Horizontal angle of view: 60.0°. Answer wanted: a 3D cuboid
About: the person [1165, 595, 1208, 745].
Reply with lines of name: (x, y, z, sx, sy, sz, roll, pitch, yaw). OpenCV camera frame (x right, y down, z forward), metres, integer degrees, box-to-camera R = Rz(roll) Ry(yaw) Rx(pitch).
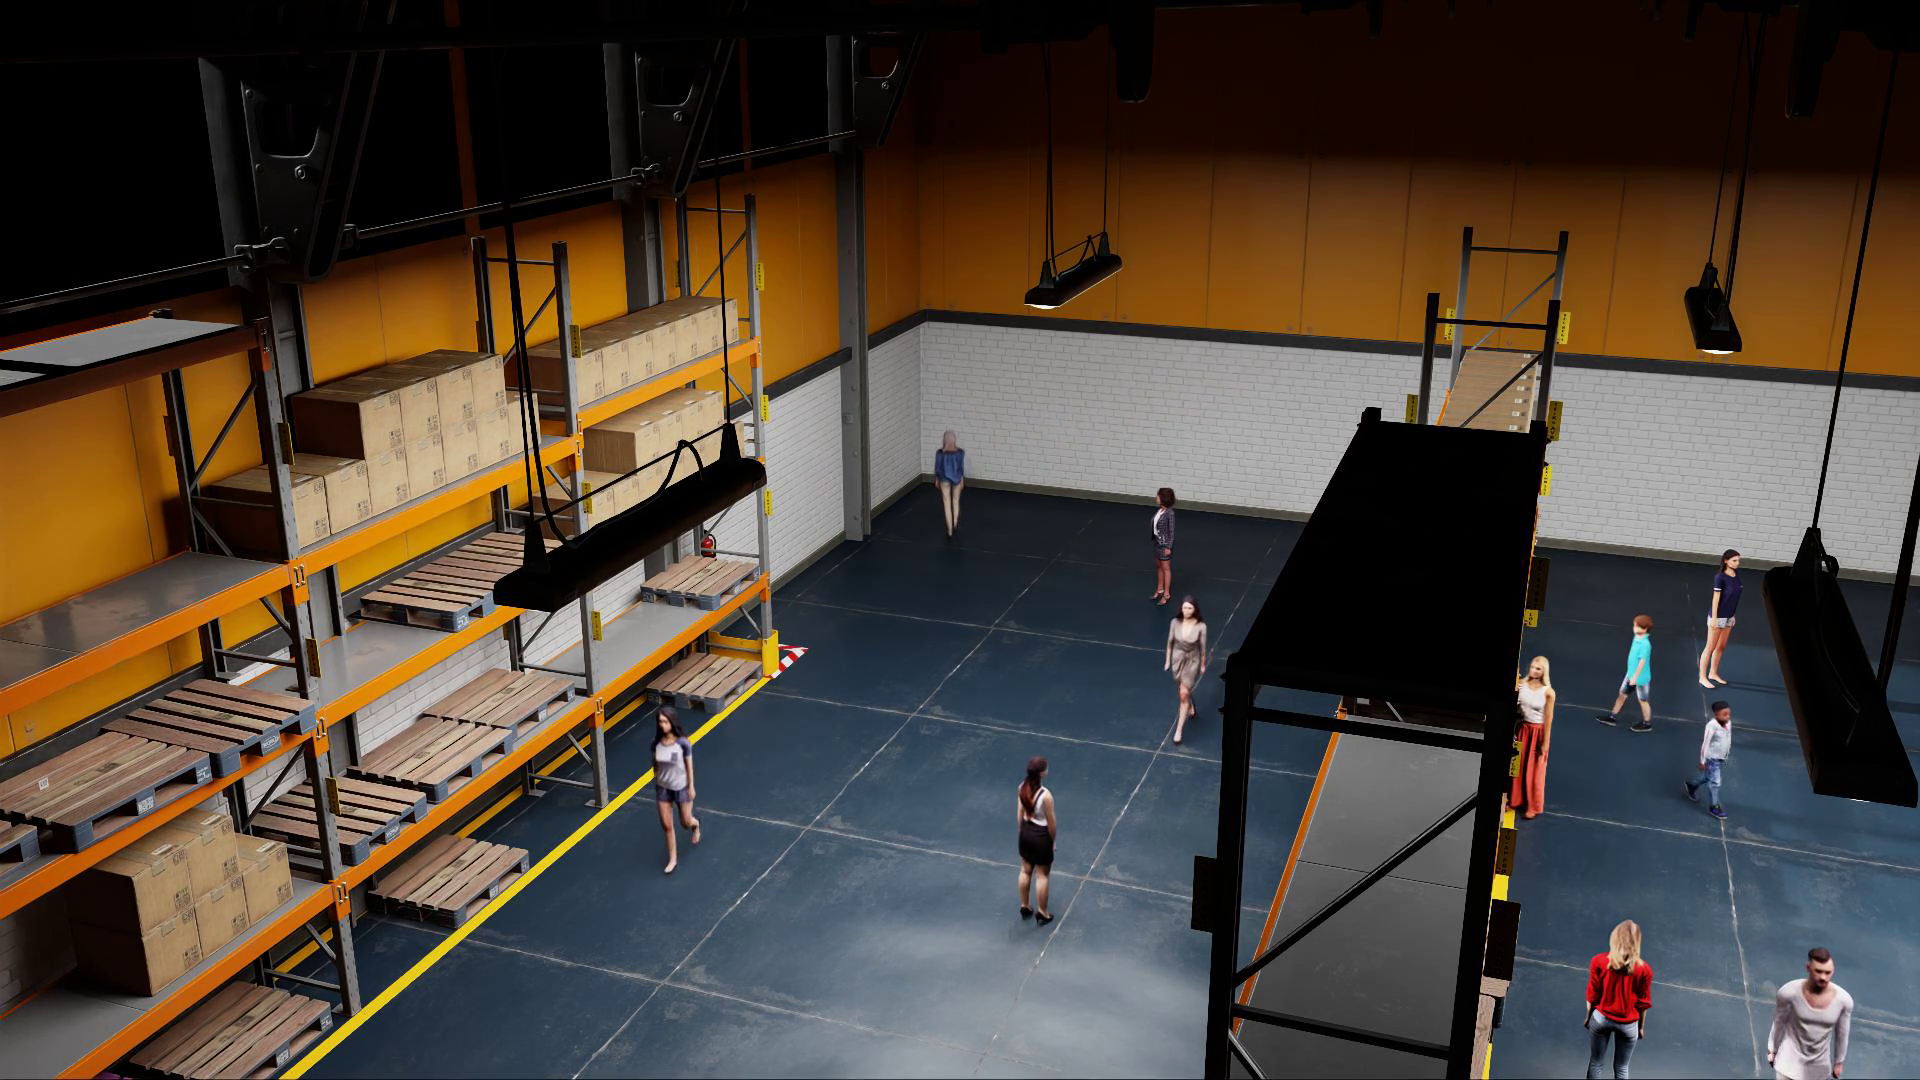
person: (2.623, 1.443, 19.248, 0.668, 1.709, 1.120, 9, 20, 24)

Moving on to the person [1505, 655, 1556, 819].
person: (5.959, 2.036, 17.346, 0.755, 1.799, 0.732, -16, 24, -39)

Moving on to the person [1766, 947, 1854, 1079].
person: (6.167, 3.764, 12.188, 0.781, 1.816, 1.136, 4, 19, 10)

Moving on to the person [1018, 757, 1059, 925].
person: (0.703, 2.772, 15.393, 0.610, 1.651, 0.597, 13, 23, 35)

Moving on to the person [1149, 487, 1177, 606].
person: (2.856, 0.073, 23.326, 0.771, 1.702, 0.677, -5, 19, -15)

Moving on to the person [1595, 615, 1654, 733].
person: (7.966, 1.562, 19.338, 0.778, 1.425, 0.860, 0, 19, -1)

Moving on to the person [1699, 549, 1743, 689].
person: (9.442, 0.952, 20.615, 0.646, 1.765, 0.724, -11, 21, -29)

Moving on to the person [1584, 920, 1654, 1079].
person: (4.980, 3.666, 12.653, 0.619, 1.705, 0.507, 8, 20, 21)

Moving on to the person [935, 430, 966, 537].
person: (-0.152, -0.876, 26.192, 0.879, 1.671, 1.055, -2, 19, -5)

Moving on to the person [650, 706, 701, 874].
person: (-2.786, 2.408, 16.404, 0.654, 1.694, 0.885, 5, 19, 13)

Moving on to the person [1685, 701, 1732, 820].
person: (7.920, 2.262, 17.545, 0.817, 1.243, 0.873, -9, 21, -24)
